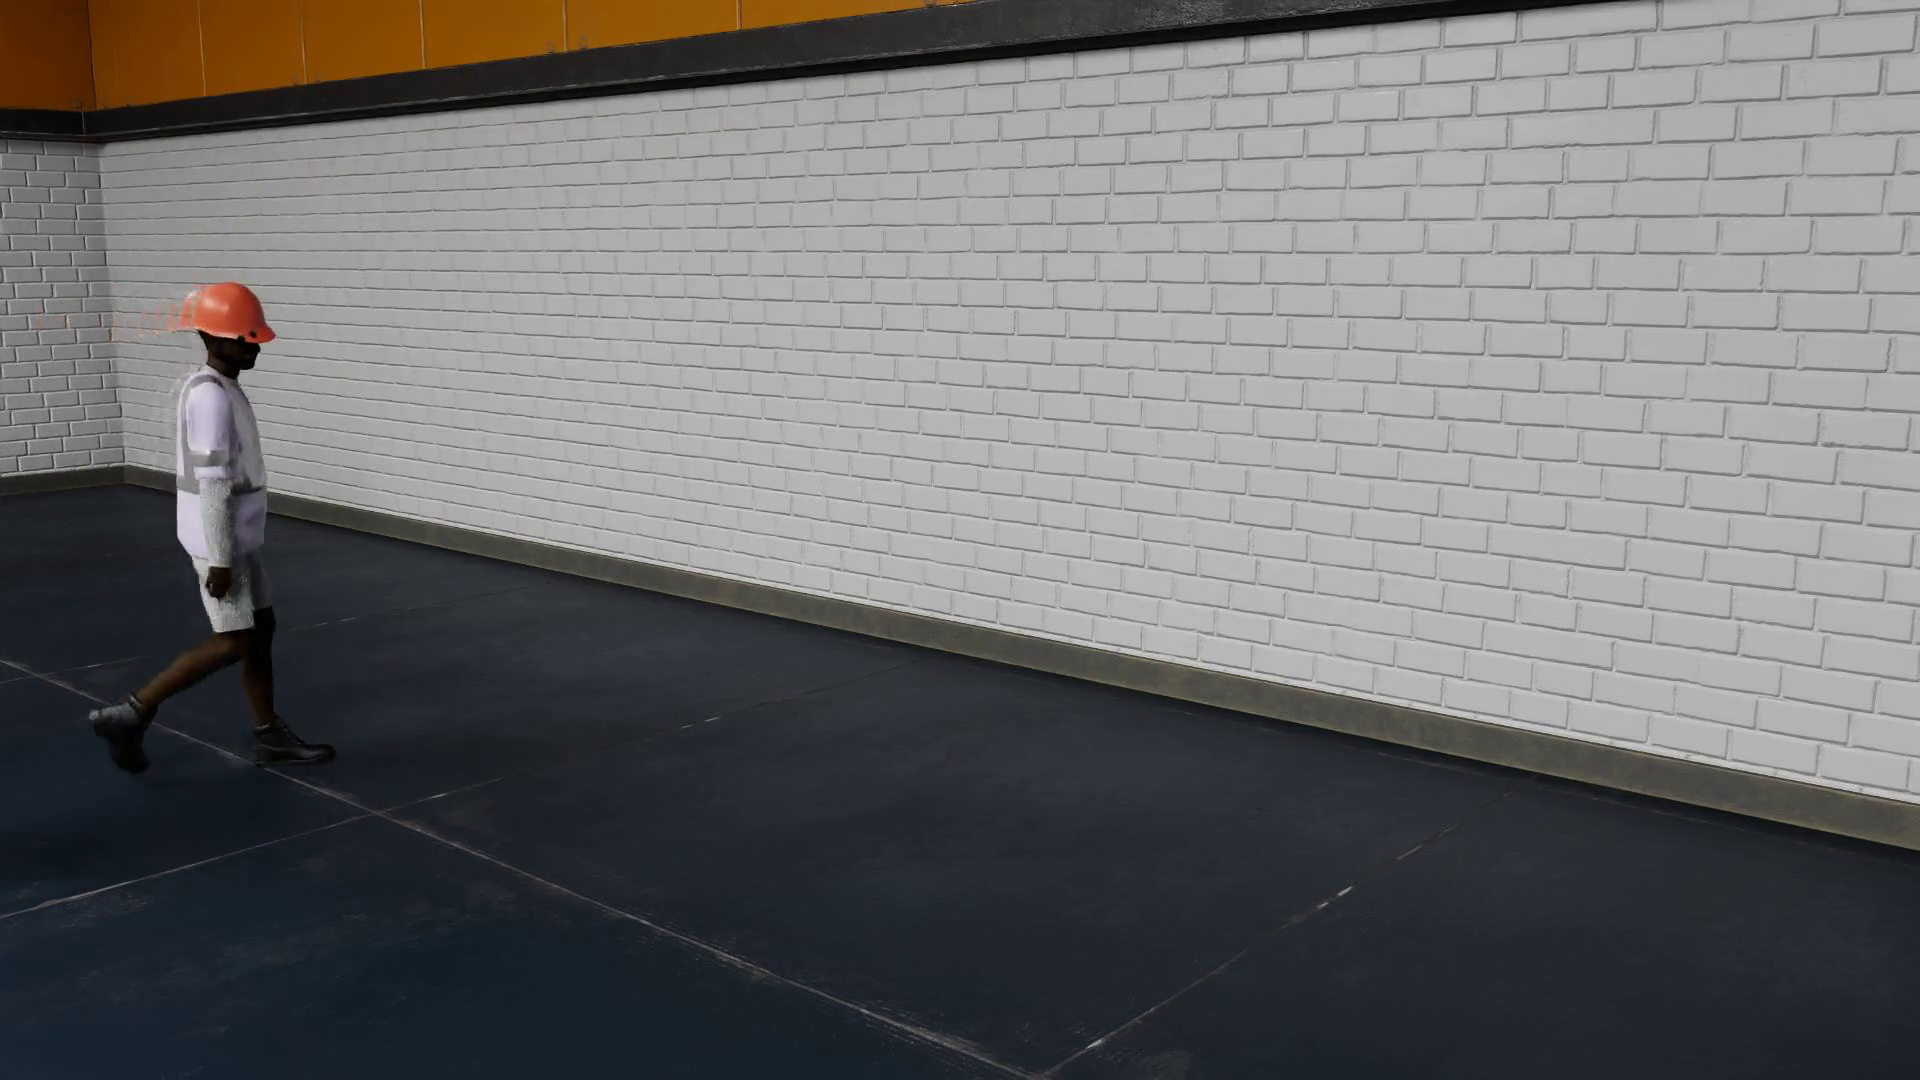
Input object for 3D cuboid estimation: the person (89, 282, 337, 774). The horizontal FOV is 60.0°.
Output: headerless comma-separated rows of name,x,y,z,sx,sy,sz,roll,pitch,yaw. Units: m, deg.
person,-2.843,-0.011,6.242,0.758,1.907,0.581,-4,11,-22
